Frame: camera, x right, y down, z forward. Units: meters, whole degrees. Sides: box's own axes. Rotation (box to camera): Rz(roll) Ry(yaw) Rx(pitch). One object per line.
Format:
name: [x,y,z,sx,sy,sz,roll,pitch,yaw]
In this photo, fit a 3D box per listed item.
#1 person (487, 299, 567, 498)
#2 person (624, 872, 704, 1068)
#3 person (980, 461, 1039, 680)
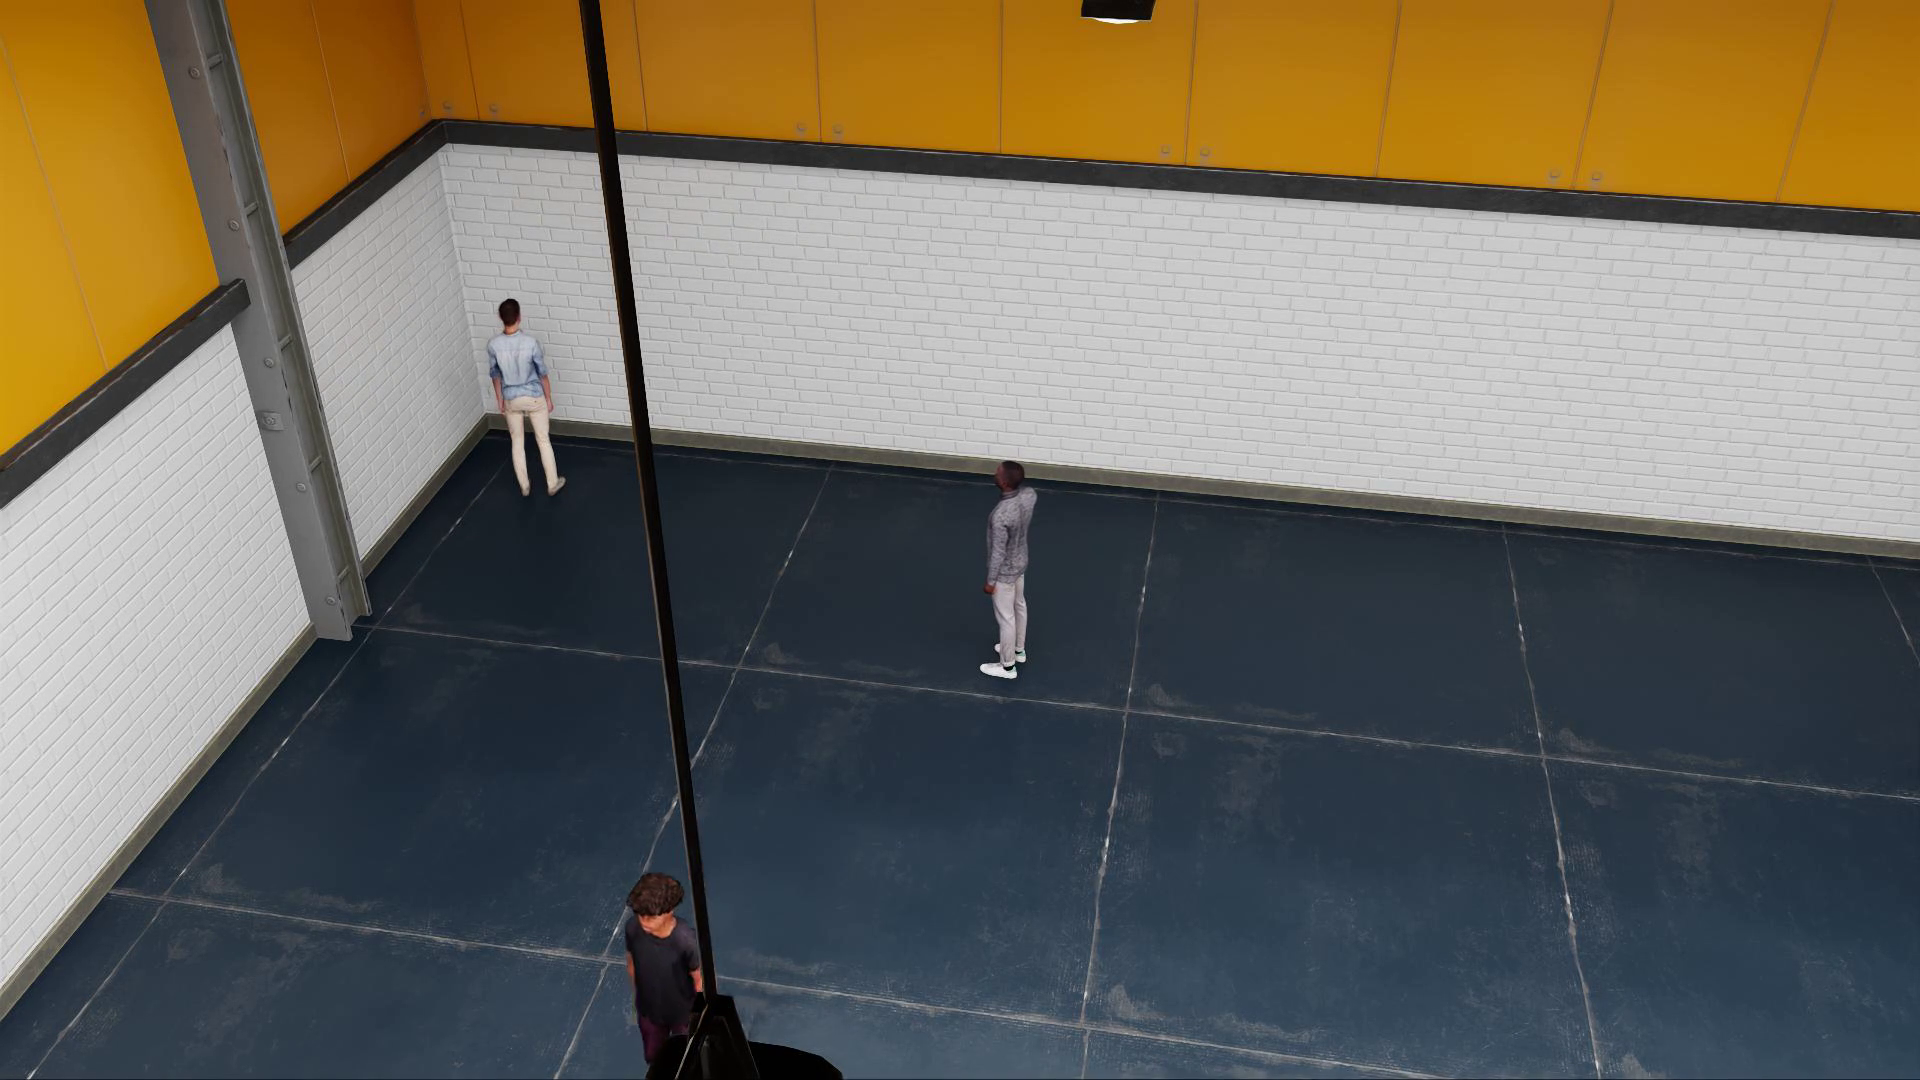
person: [-3.806,-1.232,14.492,0.690,1.847,0.596,0,34,-1]
person: [-1.544,2.433,9.049,0.720,1.768,0.924,12,36,18]
person: [0.368,0.206,12.335,0.802,1.839,0.609,16,37,23]
